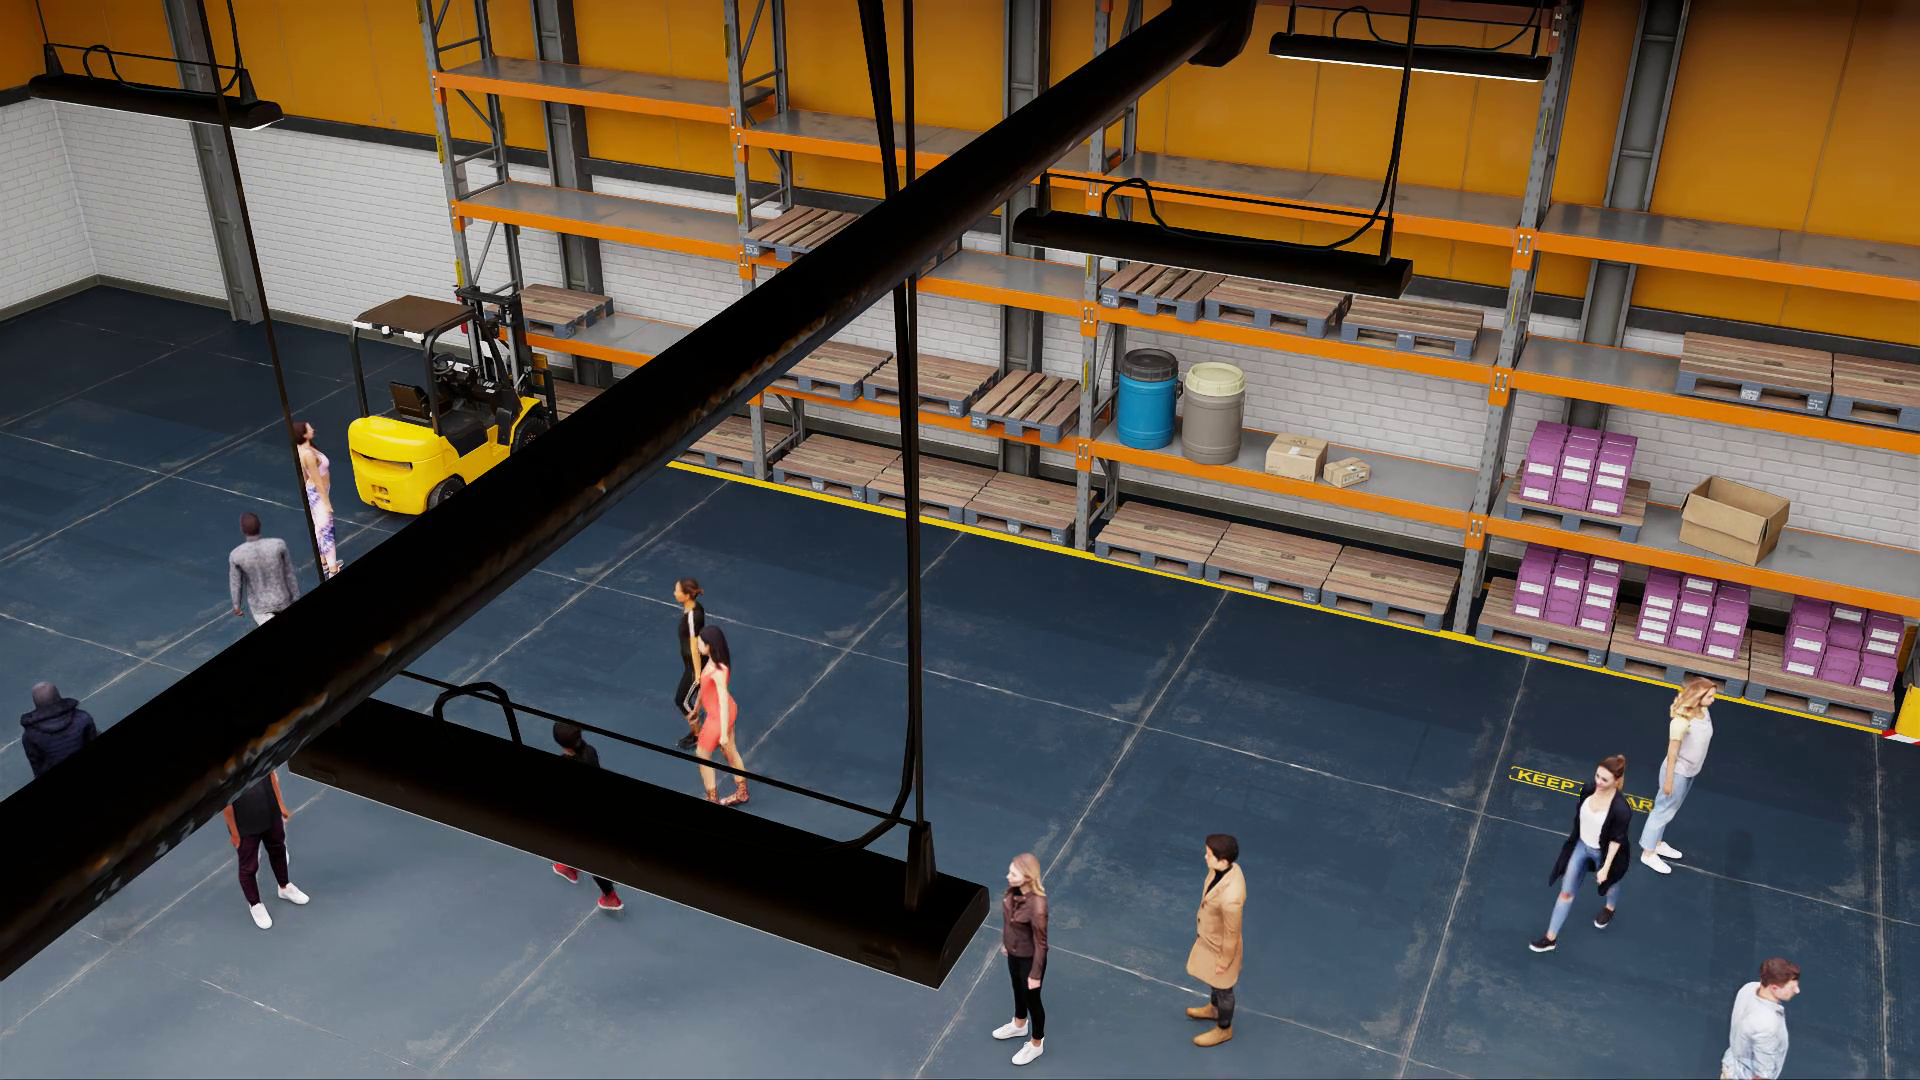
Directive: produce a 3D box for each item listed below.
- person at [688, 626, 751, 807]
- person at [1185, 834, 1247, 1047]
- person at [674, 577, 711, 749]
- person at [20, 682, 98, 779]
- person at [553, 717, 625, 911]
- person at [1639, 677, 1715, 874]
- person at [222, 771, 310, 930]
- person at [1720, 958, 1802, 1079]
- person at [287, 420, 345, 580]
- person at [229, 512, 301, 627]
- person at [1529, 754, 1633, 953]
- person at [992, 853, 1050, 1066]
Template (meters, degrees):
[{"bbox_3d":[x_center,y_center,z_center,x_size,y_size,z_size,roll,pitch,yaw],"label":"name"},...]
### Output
[{"bbox_3d":[-1.876,1.454,13.613,0.869,1.702,0.787,-6,29,-11],"label":"person"},{"bbox_3d":[1.780,2.696,11.311,0.781,1.726,0.763,-2,29,-3],"label":"person"},{"bbox_3d":[-2.191,1.060,14.383,0.786,1.656,0.740,-2,29,-5],"label":"person"},{"bbox_3d":[-6.887,1.866,12.904,0.940,1.657,1.097,-20,34,-32],"label":"person"},{"bbox_3d":[-2.827,2.084,12.521,1.125,1.640,0.767,21,35,33],"label":"person"},{"bbox_3d":[5.590,1.797,12.957,0.642,1.727,0.682,23,36,35],"label":"person"},{"bbox_3d":[-5.284,2.047,12.445,0.620,1.780,0.664,19,34,31],"label":"person"},{"bbox_3d":[4.777,3.268,10.135,0.625,1.847,0.703,5,29,9],"label":"person"},{"bbox_3d":[-6.549,-0.417,16.980,0.739,1.763,0.633,-21,35,-34],"label":"person"},{"bbox_3d":[-6.200,0.634,15.020,1.088,1.794,1.318,-20,34,-32],"label":"person"},{"bbox_3d":[4.727,2.275,12.181,1.095,1.631,1.163,-17,33,-28],"label":"person"},{"bbox_3d":[0.450,2.781,11.179,0.732,1.703,0.658,-12,31,-20],"label":"person"}]
